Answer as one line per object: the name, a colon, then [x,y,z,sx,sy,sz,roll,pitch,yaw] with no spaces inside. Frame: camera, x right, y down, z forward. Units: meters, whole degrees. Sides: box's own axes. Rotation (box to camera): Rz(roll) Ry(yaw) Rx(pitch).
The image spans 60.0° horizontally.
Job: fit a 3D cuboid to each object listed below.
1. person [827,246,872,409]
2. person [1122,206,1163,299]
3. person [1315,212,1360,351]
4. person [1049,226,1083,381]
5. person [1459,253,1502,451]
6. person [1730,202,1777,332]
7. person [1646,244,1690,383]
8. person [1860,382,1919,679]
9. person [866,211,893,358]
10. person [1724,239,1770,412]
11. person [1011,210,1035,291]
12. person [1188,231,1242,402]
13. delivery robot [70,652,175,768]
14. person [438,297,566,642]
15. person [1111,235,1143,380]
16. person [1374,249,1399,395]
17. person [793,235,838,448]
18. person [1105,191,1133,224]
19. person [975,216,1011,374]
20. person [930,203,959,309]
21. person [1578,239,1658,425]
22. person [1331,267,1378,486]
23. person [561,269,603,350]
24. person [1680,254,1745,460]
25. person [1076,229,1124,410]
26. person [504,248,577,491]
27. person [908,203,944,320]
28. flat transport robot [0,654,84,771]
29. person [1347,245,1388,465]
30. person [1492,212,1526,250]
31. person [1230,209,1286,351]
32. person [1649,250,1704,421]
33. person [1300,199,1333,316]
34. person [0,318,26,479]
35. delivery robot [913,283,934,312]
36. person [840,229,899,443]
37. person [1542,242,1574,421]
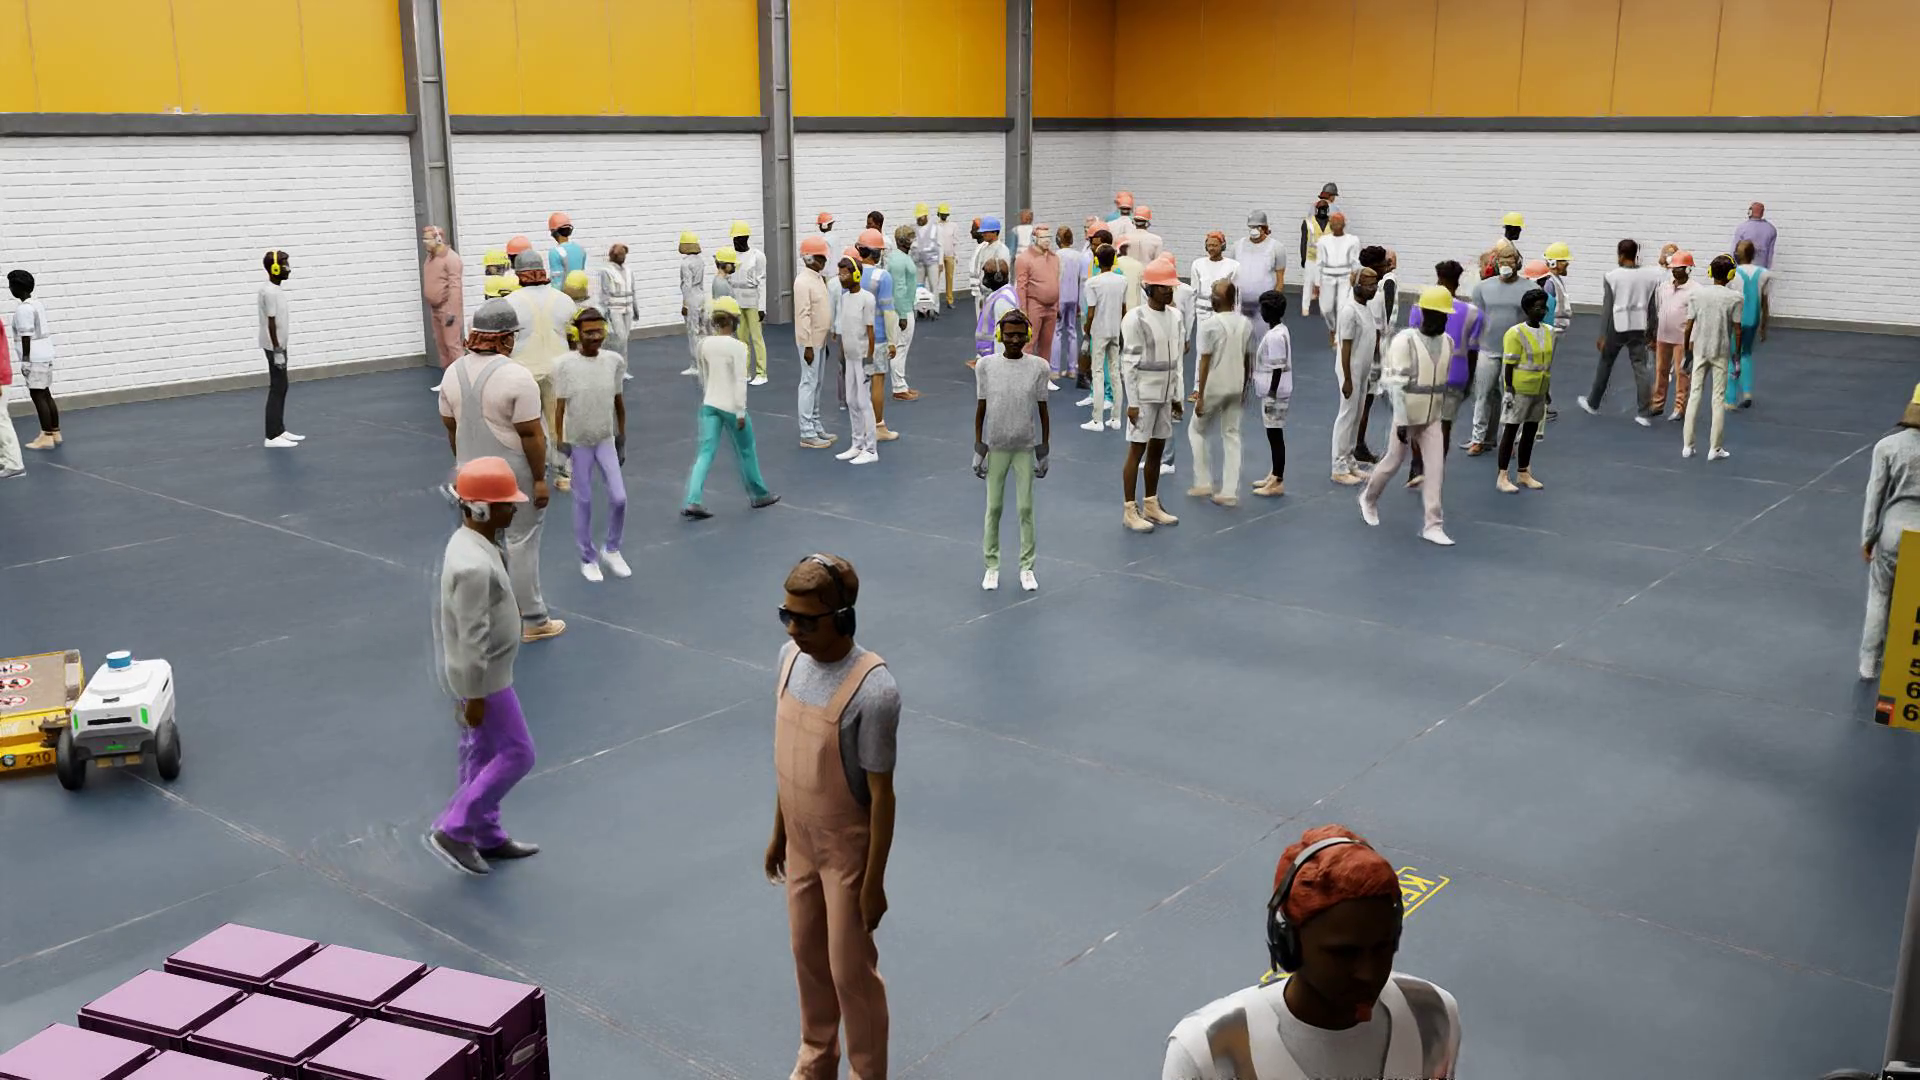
person: [-1.134,-2.268,17.832,0.562,1.744,0.335,4,15,15]
person: [2.320,-3.292,21.420,0.622,1.994,0.381,4,15,15]
person: [5.144,-3.535,22.654,0.604,1.868,0.683,5,15,19]
person: [1.243,-2.826,19.890,0.518,1.836,0.347,-8,16,-30]
person: [4.960,-1.755,15.577,0.389,1.848,0.563,9,17,32]
person: [11.640,-4.019,24.530,0.640,1.900,0.404,-2,14,-6]
person: [8.355,-2.690,19.742,0.507,1.636,0.274,10,17,36]
person: [5.113,-0.018,8.889,0.495,1.721,0.676,10,17,35]
person: [-1.058,-3.293,21.582,0.385,1.918,0.596,-7,16,-27]
person: [8.284,-2.270,17.676,0.553,1.830,0.394,0,14,0]
person: [1.089,-4.672,27.693,0.528,1.628,0.459,6,15,21]
person: [2.777,-2.433,18.212,0.585,1.882,0.337,6,15,23]
delivery robot: [-3.974,0.773,7.907,0.477,0.478,0.707,-4,15,-16]
person: [-2.676,-0.421,9.857,0.689,2.000,0.539,7,16,27]
person: [1.905,-2.790,19.987,0.581,1.705,0.611,-7,16,-26]
person: [4.797,-2.464,18.834,0.308,1.641,0.517,1,14,5]
person: [-1.383,-1.880,15.778,0.376,1.995,0.612,2,14,9]
person: [2.529,-4.459,26.084,0.621,1.992,0.397,13,19,43]
person: [0.404,-2.936,20.115,0.411,1.941,0.610,-6,15,-23]
person: [-0.270,-4.675,27.440,0.519,1.759,0.348,-5,15,-19]
person: [6.850,-2.167,17.221,0.646,1.849,1.055,-2,14,-6]
person: [3.366,-1.393,14.137,0.330,1.844,0.519,8,16,30]
person: [-3.543,-1.645,15.426,0.496,1.739,0.509,-4,15,-16]
person: [6.868,-1.668,15.189,0.533,1.868,0.310,11,18,38]
person: [1.535,-2.360,17.850,0.391,1.920,0.593,-8,16,-28]
person: [-3.514,-1.404,13.783,0.684,2.000,0.535,-9,17,-31]
person: [-0.554,-4.354,26.053,0.632,1.813,0.436,3,14,11]
flat transport robot: [-4.793,0.842,8.397,0.652,0.197,1.431,-7,16,-27]
person: [3.659,-1.665,14.977,0.361,1.964,0.618,-2,14,-6]
person: [7.038,-3.267,21.501,0.421,1.913,0.602,7,16,27]
person: [3.479,-2.890,19.722,0.674,2.000,0.535,6,15,23]
person: [7.383,-2.111,17.192,0.326,1.752,0.559,-9,16,-31]
person: [5.741,-4.497,26.547,0.624,1.844,0.430,0,14,0]
person: [-8.418,-1.407,14.410,0.354,1.737,0.576,-12,18,-39]
delivery robot: [-0.636,-3.794,26.158,0.477,0.478,0.707,-4,15,-14]
person: [-0.853,-1.961,16.008,0.615,2.040,0.380,10,17,35]
person: [6.104,-2.156,17.213,0.404,1.830,0.599,6,15,23]
